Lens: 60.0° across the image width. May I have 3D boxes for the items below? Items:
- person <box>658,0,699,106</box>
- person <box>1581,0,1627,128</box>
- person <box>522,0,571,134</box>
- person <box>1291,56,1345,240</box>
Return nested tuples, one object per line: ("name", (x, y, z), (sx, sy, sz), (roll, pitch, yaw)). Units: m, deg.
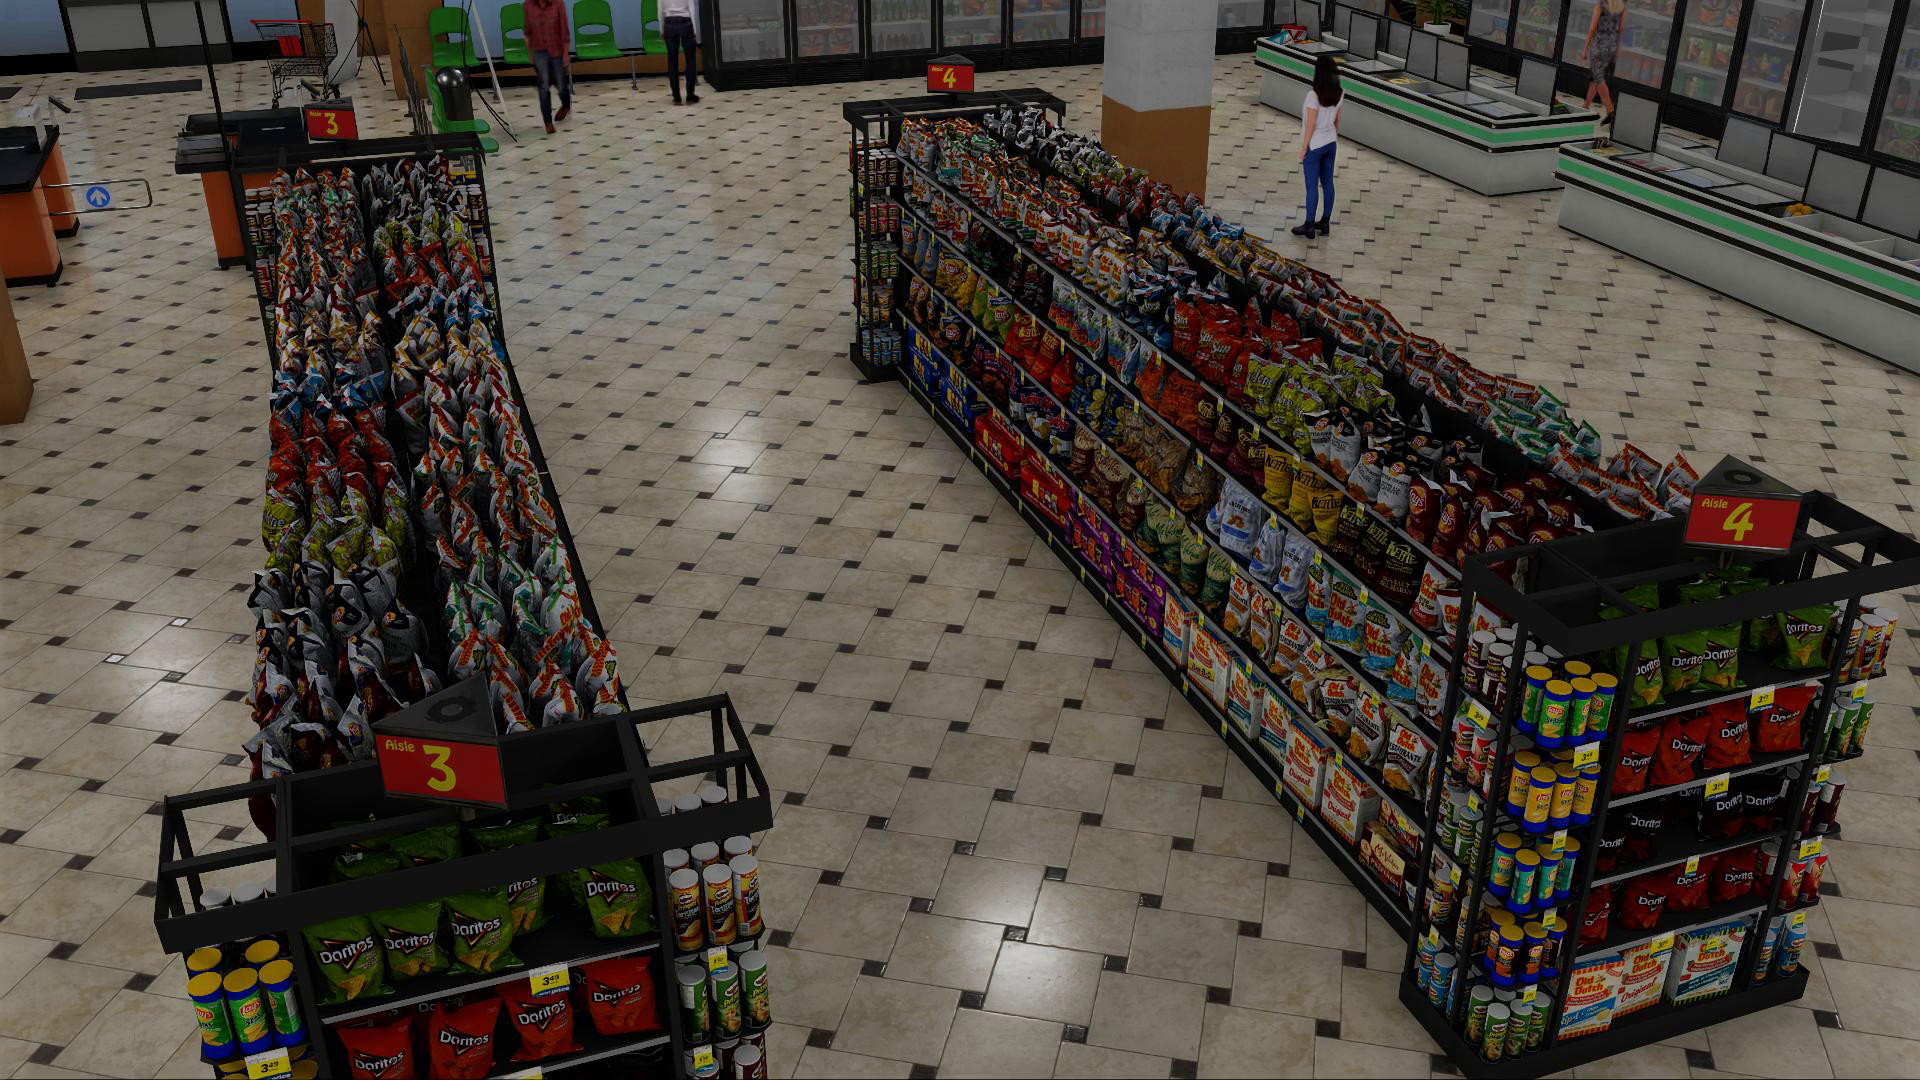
("person", (-3.526, -6.414, 20.847), (0.713, 1.858, 0.723), (1, 27, 2))
("person", (7.700, -5.768, 19.787), (0.662, 1.664, 1.159), (-8, 28, -15))
("person", (-4.845, -5.761, 19.630), (0.838, 1.794, 1.180), (-1, 27, -2))
("person", (3.391, -3.685, 15.658), (0.655, 1.684, 0.609), (-17, 32, -30))
